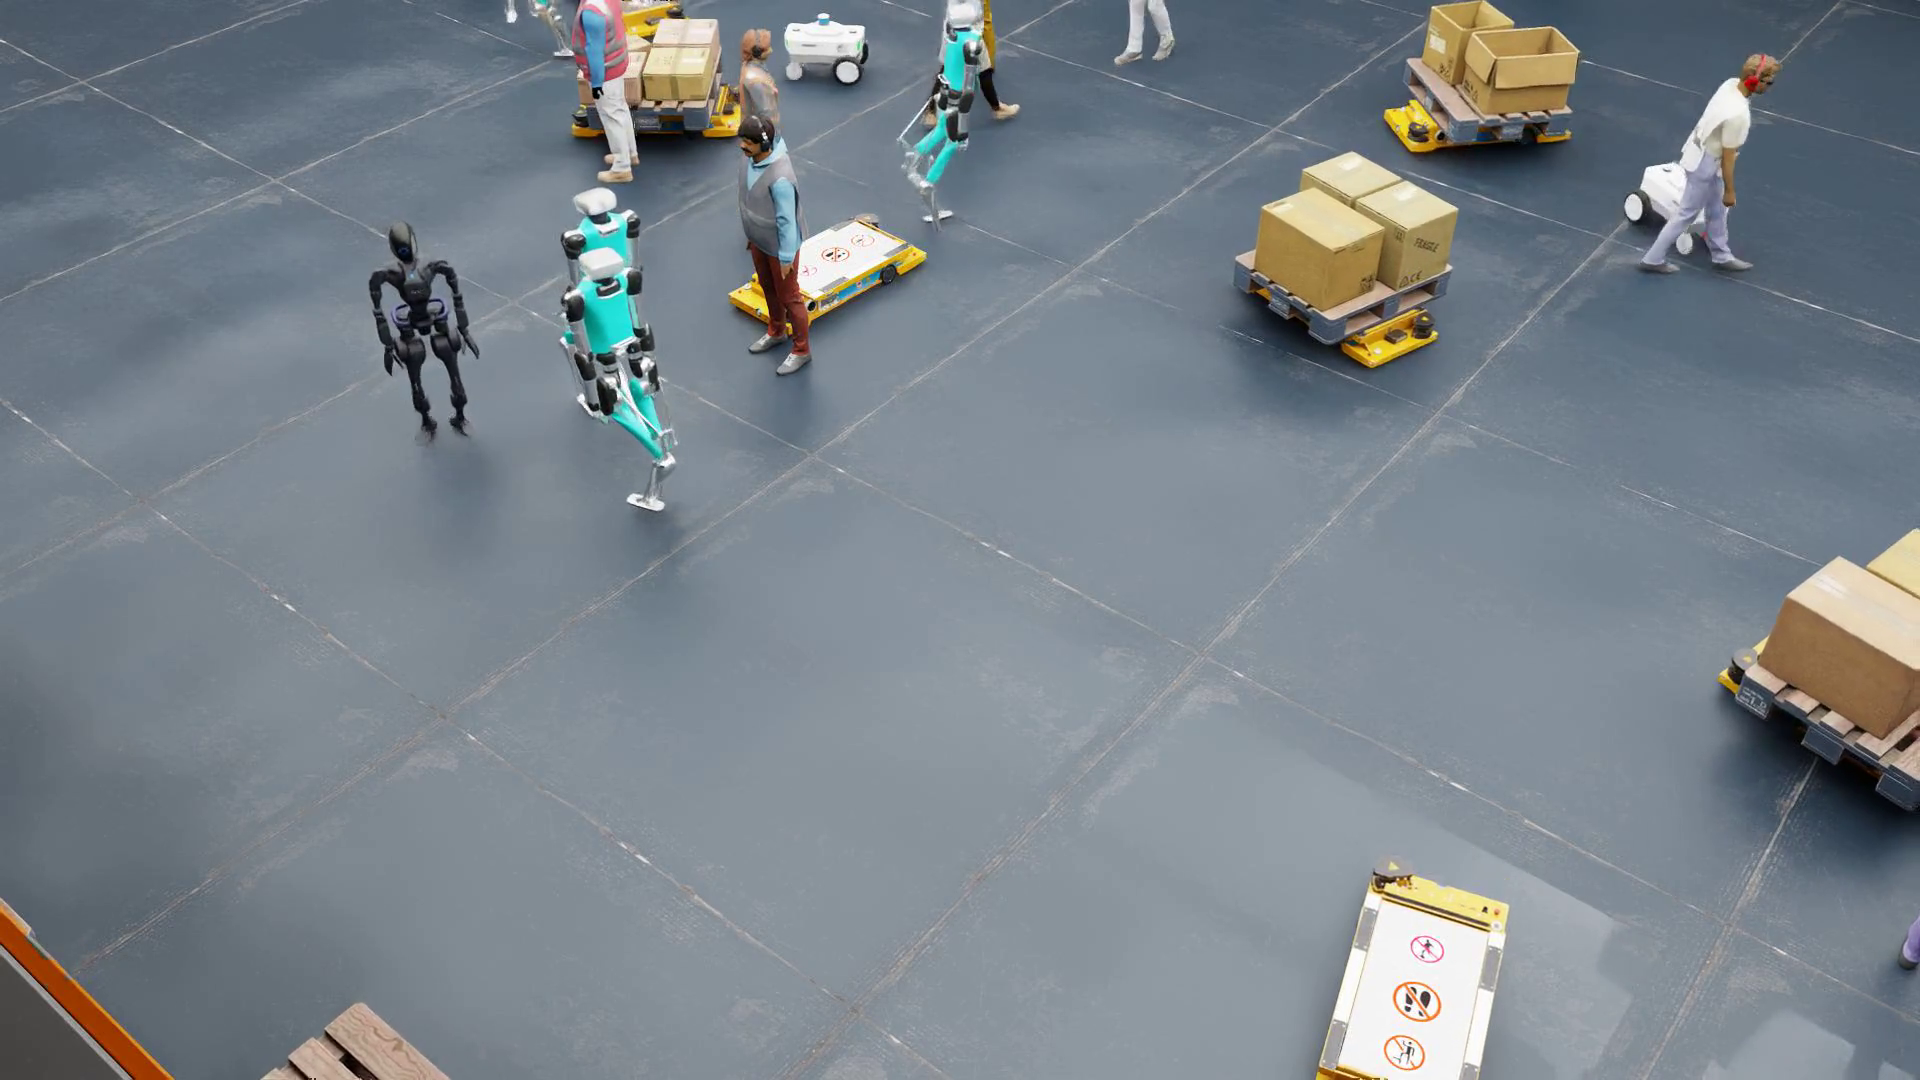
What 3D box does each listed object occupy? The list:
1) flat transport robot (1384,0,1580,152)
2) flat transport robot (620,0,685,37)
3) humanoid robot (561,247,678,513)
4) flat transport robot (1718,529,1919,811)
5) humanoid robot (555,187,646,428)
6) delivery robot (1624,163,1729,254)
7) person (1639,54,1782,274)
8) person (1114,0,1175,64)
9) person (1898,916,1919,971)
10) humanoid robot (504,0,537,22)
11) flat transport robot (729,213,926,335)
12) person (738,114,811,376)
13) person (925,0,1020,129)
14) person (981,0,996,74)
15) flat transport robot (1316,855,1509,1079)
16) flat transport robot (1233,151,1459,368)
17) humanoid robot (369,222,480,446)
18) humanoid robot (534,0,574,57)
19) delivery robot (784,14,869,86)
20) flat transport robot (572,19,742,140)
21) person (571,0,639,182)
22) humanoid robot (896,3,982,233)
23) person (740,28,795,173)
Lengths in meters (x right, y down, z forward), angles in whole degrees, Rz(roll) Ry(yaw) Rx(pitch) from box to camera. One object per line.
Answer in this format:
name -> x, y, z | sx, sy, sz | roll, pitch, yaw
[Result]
flat transport robot -> 4.461, -3.614, 14.329 | 1.431, 0.231, 0.659 | -6, 41, -7
flat transport robot -> -3.266, -5.275, 16.283 | 0.659, 0.231, 1.431 | -22, 45, -24
humanoid robot -> -1.888, -0.826, 9.937 | 0.784, 1.810, 0.555 | 31, 49, 31
flat transport robot -> 4.912, 0.964, 8.944 | 0.659, 0.231, 1.431 | -27, 47, -28
humanoid robot -> -2.376, -1.513, 10.743 | 0.556, 1.782, 0.885 | -32, 49, -32
delivery robot -> 5.616, -2.630, 12.950 | 0.499, 0.593, 0.789 | -12, 42, -14
person -> 5.549, -2.658, 12.016 | 0.838, 1.802, 0.640 | 13, 42, 15
person -> 1.723, -5.209, 14.983 | 0.583, 1.890, 0.591 | -28, 48, -29
person -> 4.647, 1.355, 7.275 | 0.558, 1.836, 0.376 | 31, 49, 31
humanoid robot -> -4.233, -5.802, 15.791 | 0.541, 1.807, 0.765 | -26, 47, -28
flat transport robot -> -0.979, -2.005, 12.437 | 0.659, 0.231, 1.431 | 31, 49, 31
person -> -1.245, -2.009, 11.208 | 0.417, 1.870, 0.535 | -26, 47, -27
person -> 0.074, -4.270, 14.030 | 0.866, 1.648, 0.538 | -18, 44, -20
person -> 0.087, -4.930, 14.743 | 0.348, 1.748, 0.527 | 30, 49, 31
flat transport robot -> 2.077, 2.105, 7.602 | 0.659, 0.231, 1.431 | 15, 43, 17
flat transport robot -> 2.735, -1.746, 12.132 | 0.659, 0.231, 1.431 | -24, 46, -26
humanoid robot -> -3.390, -1.313, 10.546 | 0.589, 1.652, 0.428 | -15, 43, -17
humanoid robot -> -3.684, -5.224, 15.137 | 0.752, 1.841, 0.533 | -19, 44, -21
delivery robot -> -1.201, -4.475, 15.129 | 0.794, 0.606, 0.499 | 3, 40, 4
flat transport robot -> -2.608, -3.738, 14.475 | 1.431, 0.231, 0.659 | 0, 40, 0
person -> -2.861, -3.770, 13.311 | 0.431, 1.836, 0.629 | 1, 40, 1
humanoid robot -> -0.208, -3.136, 12.710 | 0.735, 1.870, 0.532 | -12, 42, -13
person -> -1.473, -3.110, 12.681 | 0.374, 1.627, 0.549 | -6, 41, -7
